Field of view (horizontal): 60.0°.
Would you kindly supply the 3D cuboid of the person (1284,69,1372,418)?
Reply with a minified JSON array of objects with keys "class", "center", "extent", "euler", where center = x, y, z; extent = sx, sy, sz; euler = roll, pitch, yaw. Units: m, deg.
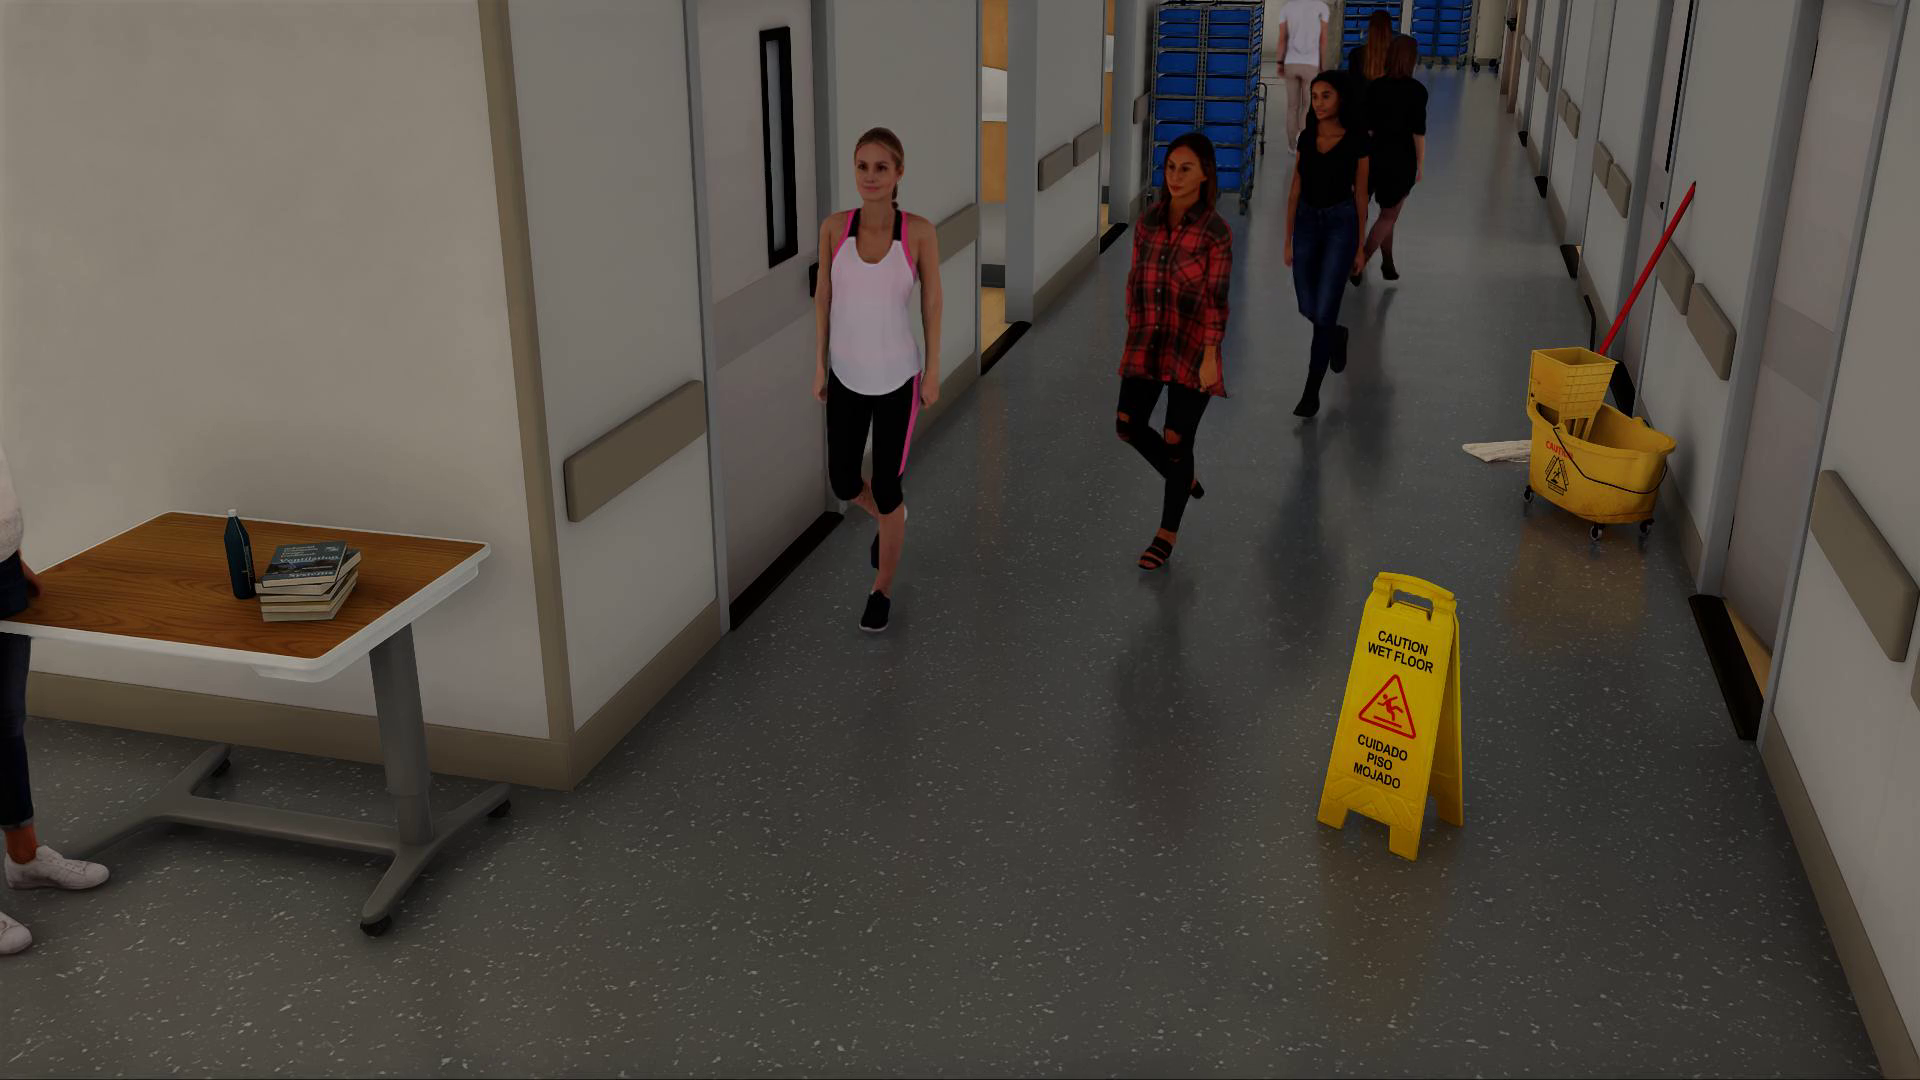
[{"class":"person","center":[1.908,-1.532,8.580],"extent":[0.768,1.715,1.118],"euler":[11,23,26]}]

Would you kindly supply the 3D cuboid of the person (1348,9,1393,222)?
[{"class":"person","center":[3.384,-3.491,13.772],"extent":[0.636,1.701,0.664],"euler":[4,21,10]}]

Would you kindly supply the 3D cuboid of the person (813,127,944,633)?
[{"class":"person","center":[-0.281,-0.579,5.972],"extent":[0.630,1.779,0.804],"euler":[5,21,13]}]

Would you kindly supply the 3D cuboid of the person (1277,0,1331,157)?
[{"class":"person","center":[3.575,-4.955,17.396],"extent":[0.683,1.872,0.770],"euler":[5,21,12]}]

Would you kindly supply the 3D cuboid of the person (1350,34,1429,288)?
[{"class":"person","center":[2.853,-2.483,11.152],"extent":[0.904,1.672,1.144],"euler":[18,27,39]}]

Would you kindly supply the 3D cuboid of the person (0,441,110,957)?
[{"class":"person","center":[-2.490,0.122,4.083],"extent":[0.664,1.808,0.446],"euler":[5,21,12]}]

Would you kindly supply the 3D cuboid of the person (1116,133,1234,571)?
[{"class":"person","center":[0.873,-0.731,6.500],"extent":[0.781,1.691,0.850],"euler":[18,27,39]}]
